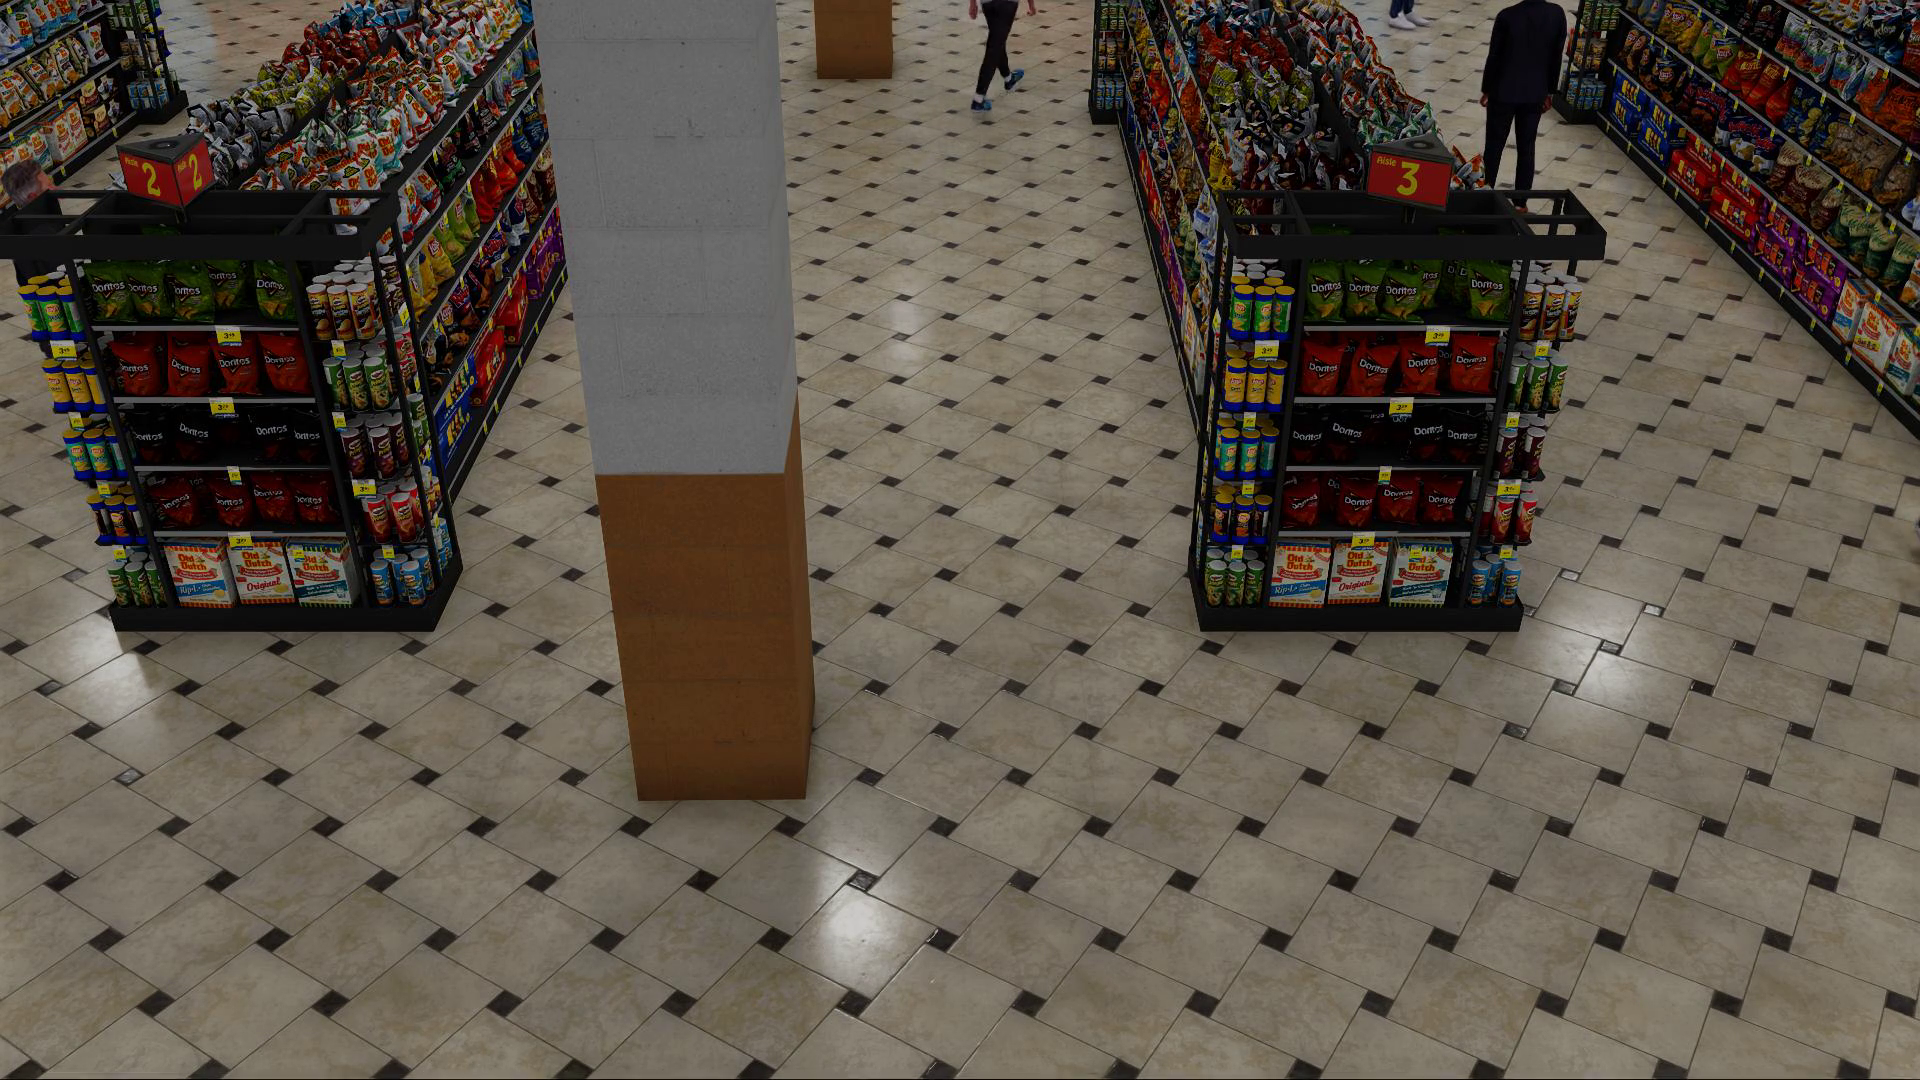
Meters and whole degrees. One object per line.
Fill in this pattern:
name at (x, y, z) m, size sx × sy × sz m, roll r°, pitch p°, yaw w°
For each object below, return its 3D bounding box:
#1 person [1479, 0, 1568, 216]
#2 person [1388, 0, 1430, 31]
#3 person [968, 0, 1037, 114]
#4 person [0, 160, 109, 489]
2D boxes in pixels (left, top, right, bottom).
person at (4.068, -3.253, 12.126) m, size 0.721 × 1.824 × 0.616 m, roll 4°, pitch 32°, yaw 6°
person at (4.555, -6.094, 16.656) m, size 0.867 × 1.861 × 0.786 m, roll 24°, pitch 39°, yaw 33°
person at (0.290, -4.523, 14.228) m, size 1.143 × 1.759 × 1.352 m, roll 17°, pitch 36°, yaw 26°
person at (-4.586, -1.077, 8.611) m, size 0.810 × 1.842 × 0.839 m, roll 23°, pitch 39°, yaw 32°
